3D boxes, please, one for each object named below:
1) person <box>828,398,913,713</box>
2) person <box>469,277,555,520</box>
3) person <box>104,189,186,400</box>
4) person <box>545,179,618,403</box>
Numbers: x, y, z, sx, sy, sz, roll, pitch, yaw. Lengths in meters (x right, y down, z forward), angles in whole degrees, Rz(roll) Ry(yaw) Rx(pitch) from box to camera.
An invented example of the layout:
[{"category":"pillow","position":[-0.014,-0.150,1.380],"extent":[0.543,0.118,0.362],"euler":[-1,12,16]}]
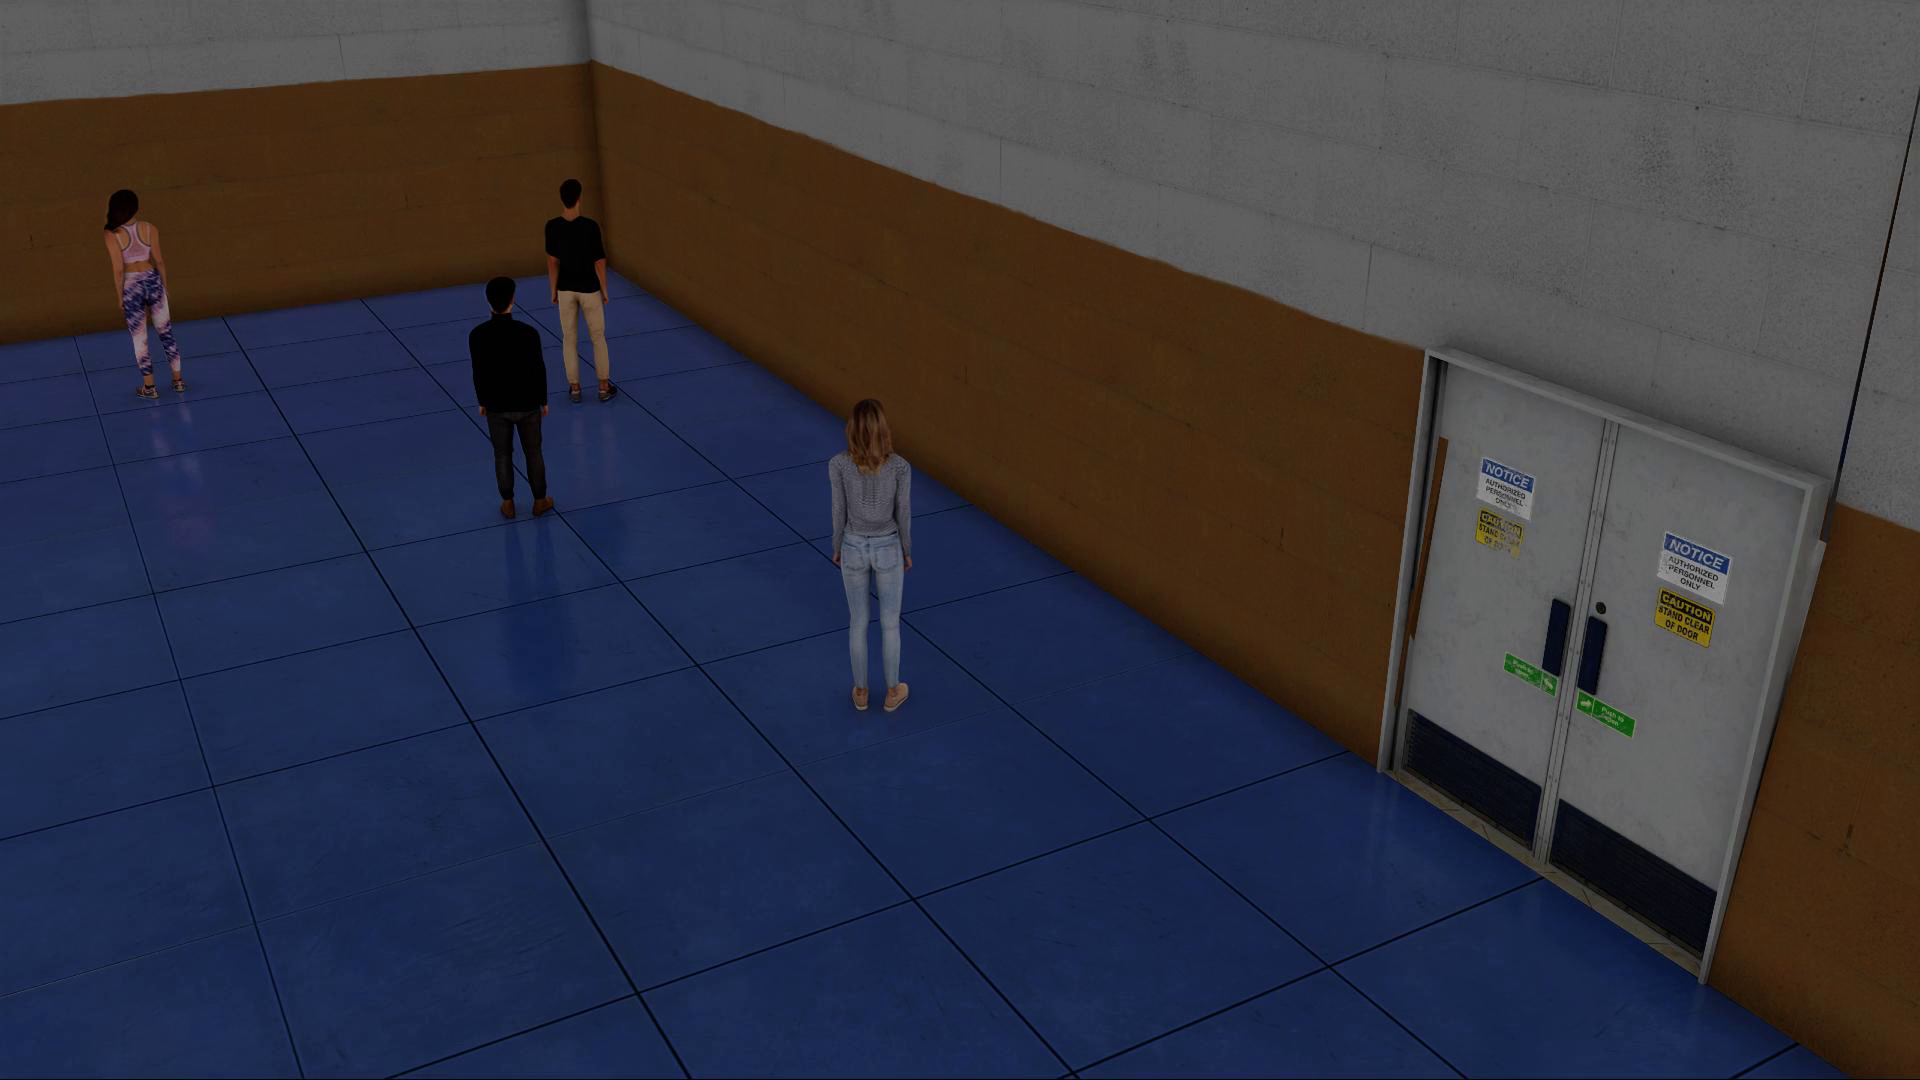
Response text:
[{"category":"person","position":[-0.480,0.087,9.042],"extent":[0.617,1.795,0.720],"euler":[2,24,4]},{"category":"person","position":[-3.121,-0.987,11.587],"extent":[0.613,1.723,0.774],"euler":[-3,24,-8]},{"category":"person","position":[-6.896,-2.084,14.038],"extent":[0.705,1.767,0.565],"euler":[21,31,40]},{"category":"person","position":[-3.177,-2.078,13.880],"extent":[0.638,1.858,0.768],"euler":[-1,24,-2]}]
